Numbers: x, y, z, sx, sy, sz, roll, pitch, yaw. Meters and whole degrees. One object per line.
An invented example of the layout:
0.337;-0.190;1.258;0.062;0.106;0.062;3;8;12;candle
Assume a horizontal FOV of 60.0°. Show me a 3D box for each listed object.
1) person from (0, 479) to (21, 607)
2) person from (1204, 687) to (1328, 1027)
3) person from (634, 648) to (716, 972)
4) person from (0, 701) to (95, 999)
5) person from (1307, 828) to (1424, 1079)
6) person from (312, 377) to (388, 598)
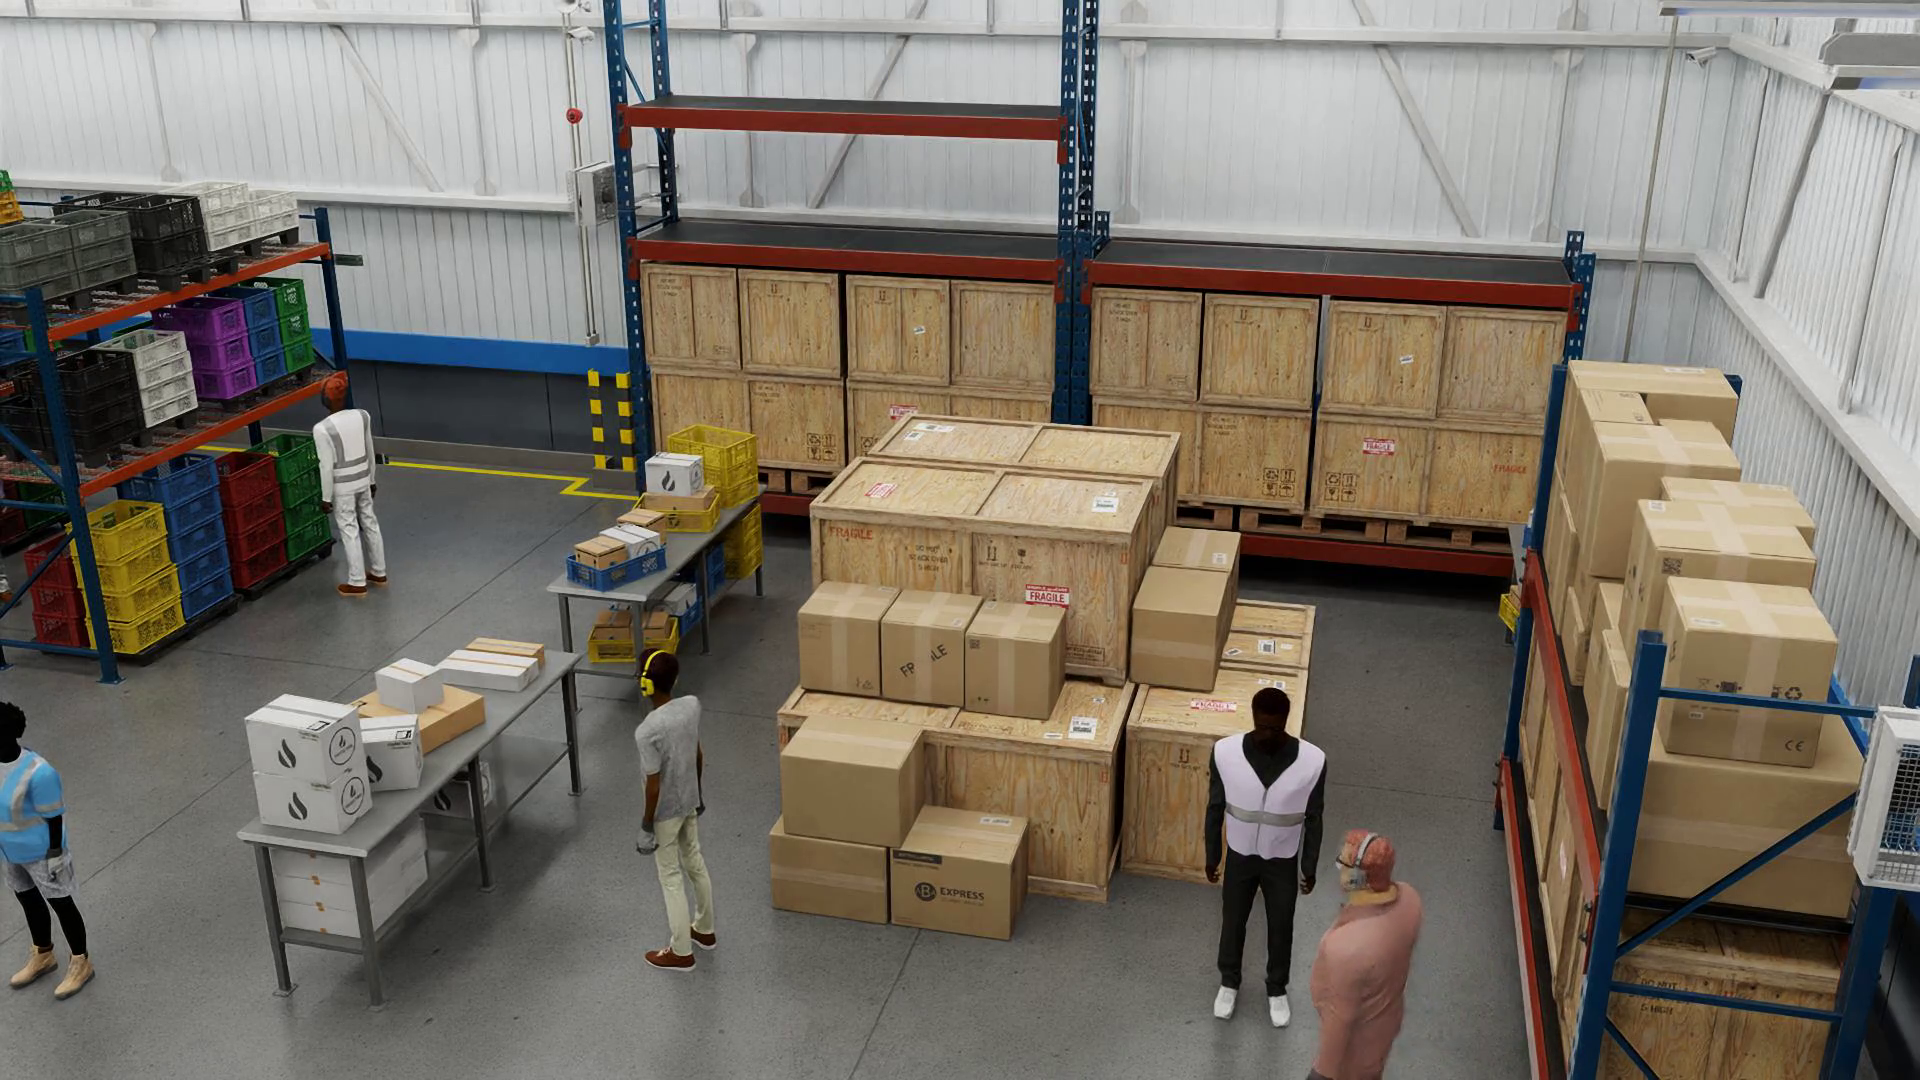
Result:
-8.114;-0.323;13.548;0.375;1.935;0.635;15;26;35;person
1.548;1.600;8.548;0.592;1.912;0.385;4;21;11;person
-1.562;1.456;8.984;0.313;1.864;0.528;11;23;25;person
-4.919;1.622;8.780;0.535;1.697;0.318;8;22;19;person
1.716;2.115;7.232;0.418;1.914;0.649;15;25;34;person
-5.119;-0.442;13.923;0.356;1.881;0.575;10;23;25;person
